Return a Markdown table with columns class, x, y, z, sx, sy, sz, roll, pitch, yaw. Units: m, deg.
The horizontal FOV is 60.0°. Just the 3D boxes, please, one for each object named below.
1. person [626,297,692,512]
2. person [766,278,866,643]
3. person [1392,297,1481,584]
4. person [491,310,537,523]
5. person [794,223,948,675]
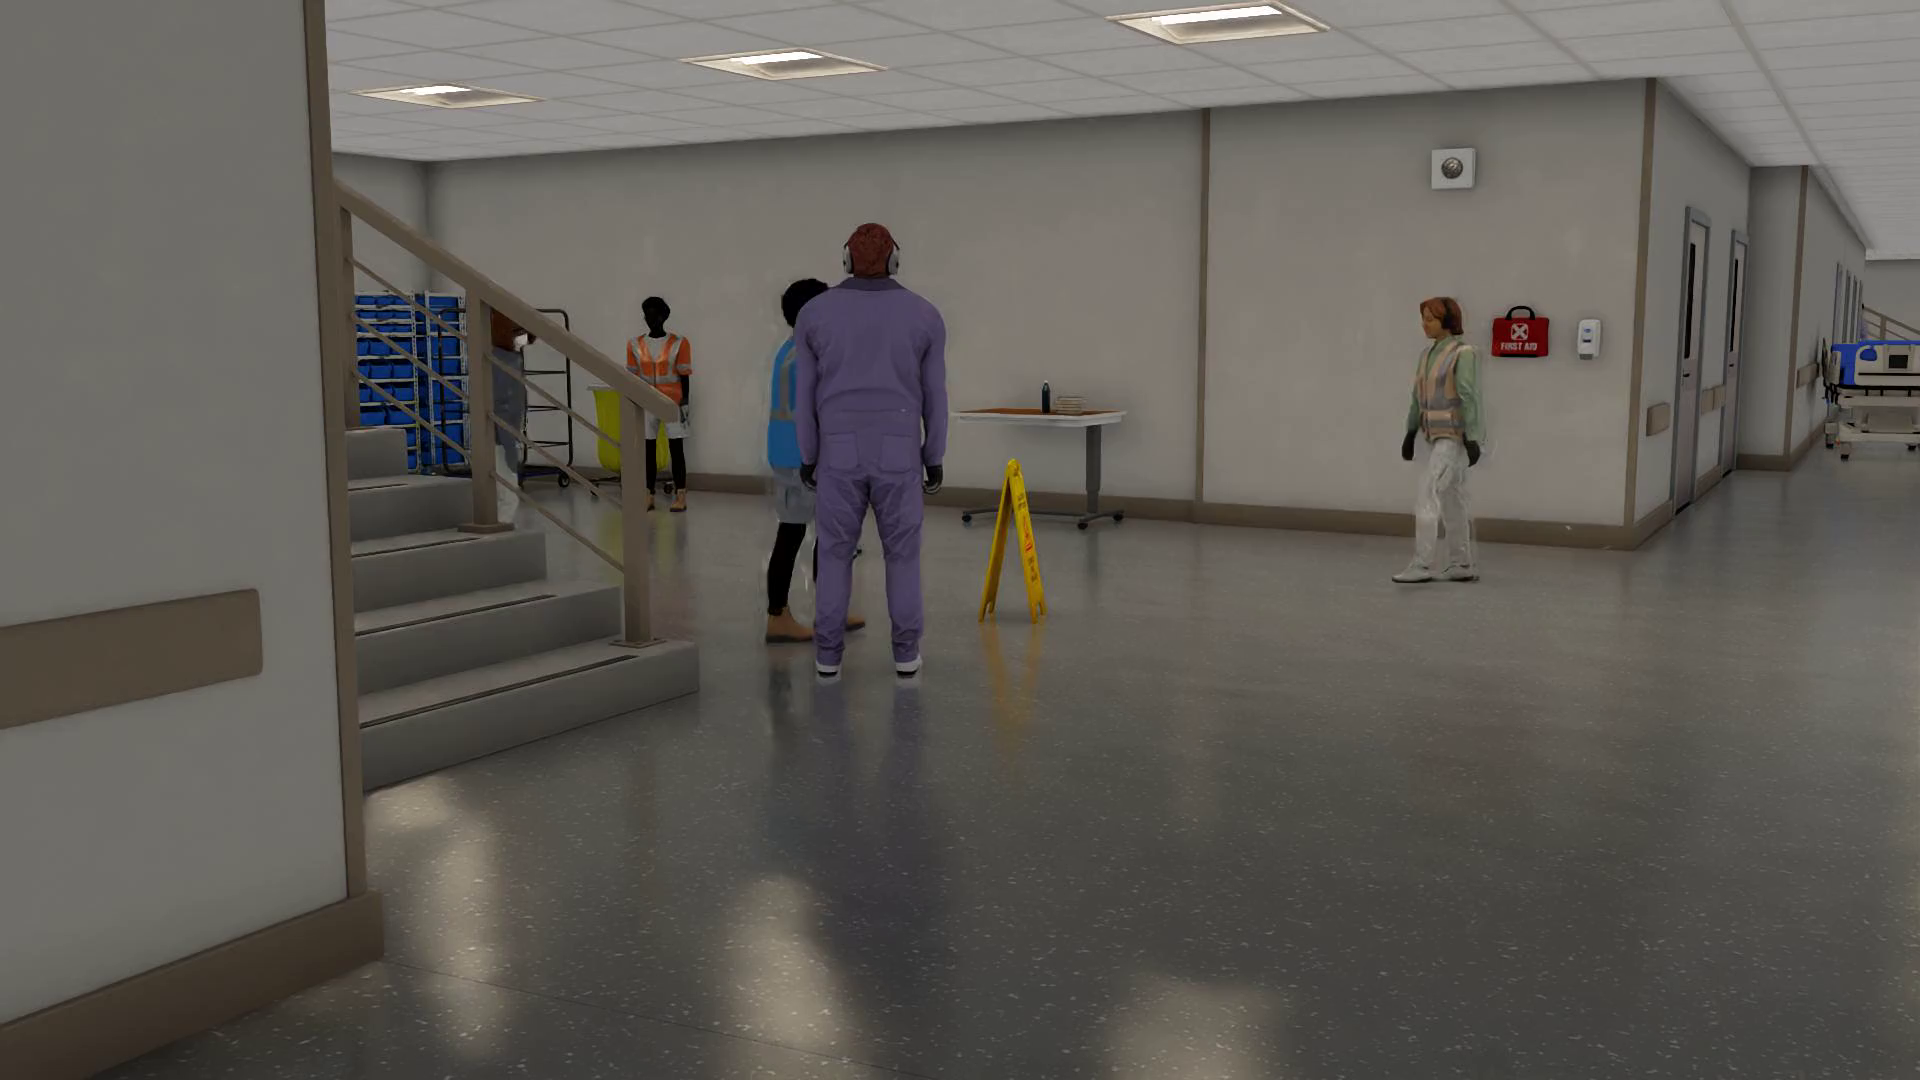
| class | x | y | z | sx | sy | sz | roll | pitch | yaw |
| --- | --- | --- | --- | --- | --- | --- | --- | --- | --- |
| person | -2.355 | -1.056 | 13.026 | 0.530 | 1.688 | 0.323 | 0 | 7 | 4 |
| person | -0.634 | -0.358 | 7.680 | 0.634 | 1.676 | 0.544 | -1 | 8 | -11 |
| person | 2.641 | -0.550 | 9.373 | 0.680 | 1.611 | 0.550 | -1 | 8 | -10 |
| person | -2.551 | -0.528 | 9.310 | 0.409 | 1.596 | 0.629 | -2 | 8 | -11 |
| person | -0.371 | -0.376 | 7.014 | 0.644 | 1.899 | 0.397 | 0 | 7 | -1 |
